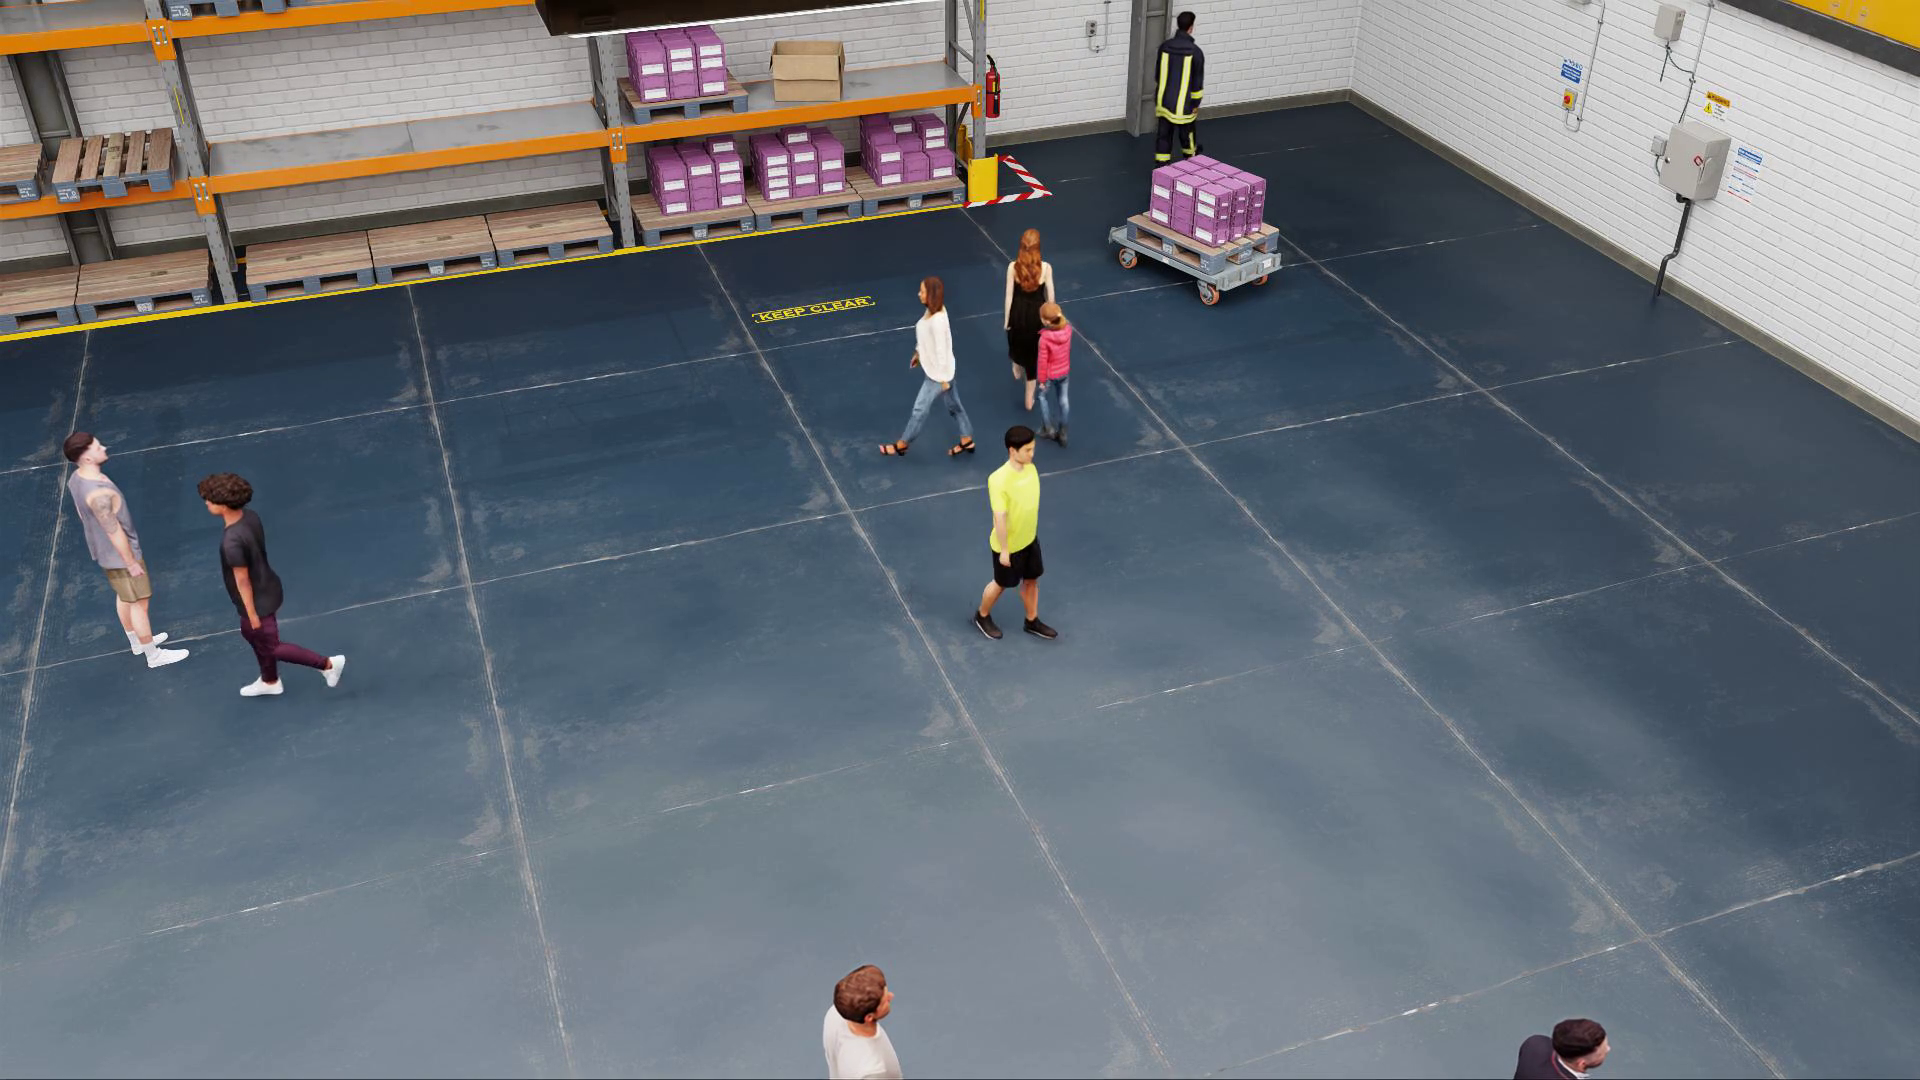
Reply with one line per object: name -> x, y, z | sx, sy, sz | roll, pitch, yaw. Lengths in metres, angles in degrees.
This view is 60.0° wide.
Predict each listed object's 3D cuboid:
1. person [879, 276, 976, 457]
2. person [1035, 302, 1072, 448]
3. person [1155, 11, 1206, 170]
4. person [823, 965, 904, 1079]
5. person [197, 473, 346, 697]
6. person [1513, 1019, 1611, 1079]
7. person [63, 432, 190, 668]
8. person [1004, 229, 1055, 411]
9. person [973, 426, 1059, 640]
person -> -0.094, -1.390, 13.663 | 1.109, 1.648, 0.830 | 0, 34, -1
person -> 0.834, -1.361, 13.935 | 0.509, 1.300, 0.641 | -16, 37, -23
person -> 2.418, -4.976, 18.843 | 1.199, 1.889, 1.292 | 19, 38, 26
person -> -0.413, 2.602, 7.426 | 0.602, 1.905, 0.672 | -15, 36, -21
person -> -4.568, 0.334, 10.967 | 1.018, 1.763, 0.727 | -6, 34, -8
person -> 2.536, 2.728, 7.291 | 0.637, 1.845, 0.704 | -4, 34, -6
person -> -5.754, 0.066, 11.358 | 0.719, 1.847, 0.731 | 27, 42, 35
person -> 0.589, -1.878, 14.448 | 1.006, 1.593, 0.885 | 1, 34, 1
person -> 0.332, -0.043, 11.588 | 0.916, 1.702, 0.895 | 24, 40, 31
